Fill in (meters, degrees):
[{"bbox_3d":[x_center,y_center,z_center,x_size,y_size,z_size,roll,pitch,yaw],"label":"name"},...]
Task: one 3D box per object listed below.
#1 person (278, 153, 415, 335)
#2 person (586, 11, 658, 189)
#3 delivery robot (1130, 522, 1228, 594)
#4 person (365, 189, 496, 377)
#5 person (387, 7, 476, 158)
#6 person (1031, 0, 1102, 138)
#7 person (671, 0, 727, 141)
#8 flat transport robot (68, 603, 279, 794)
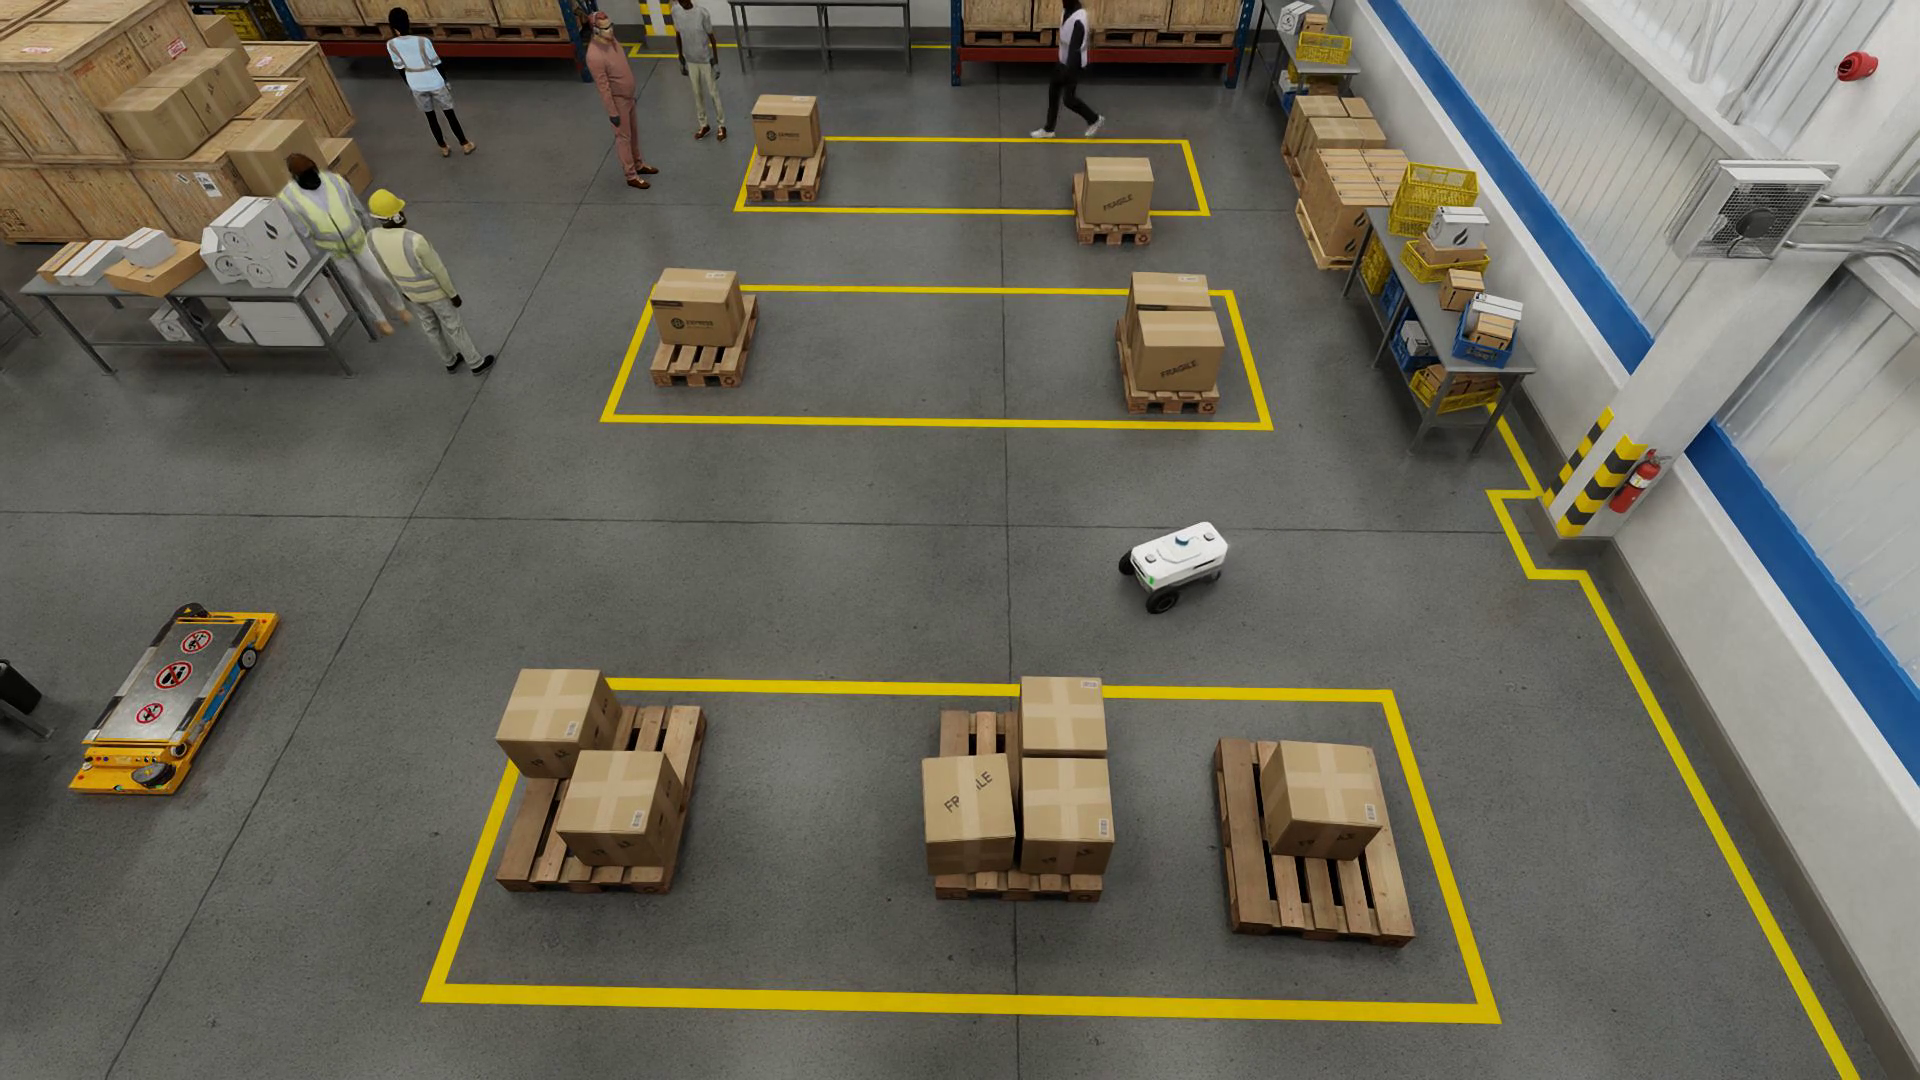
[{"bbox_3d":[-5.810,-2.761,8.672,0.643,1.827,0.482,-35,58,-26],"label":"person"},{"bbox_3d":[-3.897,-5.060,10.567,0.403,1.906,0.651,3,50,3],"label":"person"},{"bbox_3d":[1.666,0.122,6.996,0.707,0.478,0.477,-18,53,-16],"label":"delivery robot"},{"bbox_3d":[-4.802,-2.278,8.259,0.587,1.835,0.404,9,50,8],"label":"person"},{"bbox_3d":[-6.426,-5.493,11.068,0.532,1.697,0.320,-8,50,-7],"label":"person"},{"bbox_3d":[1.375,-5.865,11.257,0.800,1.892,0.593,-10,51,-8],"label":"person"},{"bbox_3d":[-3.222,-5.888,11.294,0.535,1.864,0.314,8,50,7],"label":"person"},{"bbox_3d":[-5.504,1.072,6.442,0.652,0.197,1.431,1,50,1],"label":"flat transport robot"}]
